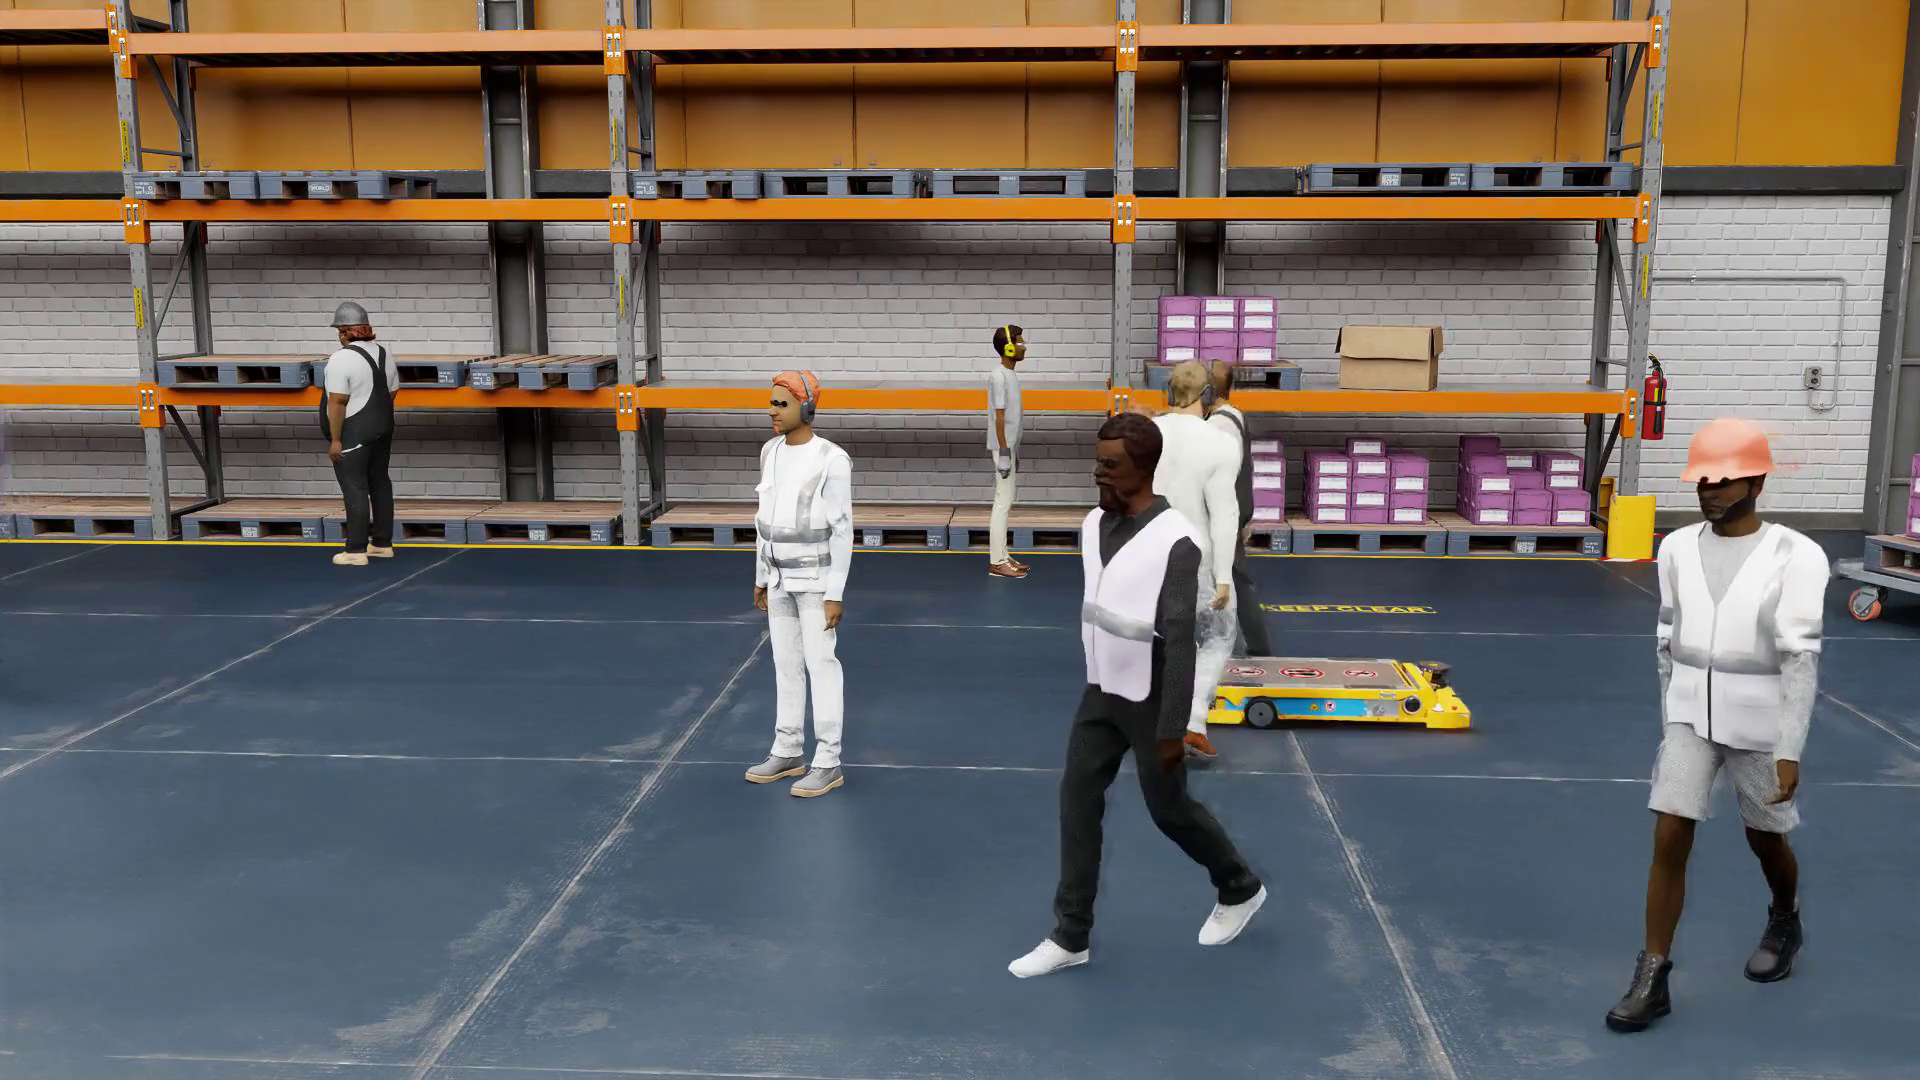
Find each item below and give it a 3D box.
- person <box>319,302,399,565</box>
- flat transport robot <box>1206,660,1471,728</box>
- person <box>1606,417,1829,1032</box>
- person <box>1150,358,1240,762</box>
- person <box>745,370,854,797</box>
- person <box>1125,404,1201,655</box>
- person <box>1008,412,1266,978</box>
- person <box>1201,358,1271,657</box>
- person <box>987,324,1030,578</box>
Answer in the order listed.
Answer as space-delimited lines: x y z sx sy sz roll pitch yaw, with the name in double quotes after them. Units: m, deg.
-4.703 -0.838 12.945 0.535 2.000 0.678 3 10 18 "person"
1.856 0.780 8.644 1.431 0.197 0.652 1 10 4 "flat transport robot"
2.447 0.553 5.244 0.960 1.901 0.561 -8 13 -40 "person"
1.051 0.116 7.754 0.627 1.913 0.438 8 13 40 "person"
-0.714 0.191 7.382 0.574 1.883 0.355 9 13 43 "person"
1.016 0.077 8.818 0.587 1.614 0.516 -8 12 -38 "person"
0.636 0.504 5.558 0.933 1.888 0.601 -5 11 -28 "person"
1.375 -0.123 9.432 0.942 1.797 0.533 4 11 23 "person"
0.366 -0.664 12.410 0.321 1.876 0.532 1 10 8 "person"
